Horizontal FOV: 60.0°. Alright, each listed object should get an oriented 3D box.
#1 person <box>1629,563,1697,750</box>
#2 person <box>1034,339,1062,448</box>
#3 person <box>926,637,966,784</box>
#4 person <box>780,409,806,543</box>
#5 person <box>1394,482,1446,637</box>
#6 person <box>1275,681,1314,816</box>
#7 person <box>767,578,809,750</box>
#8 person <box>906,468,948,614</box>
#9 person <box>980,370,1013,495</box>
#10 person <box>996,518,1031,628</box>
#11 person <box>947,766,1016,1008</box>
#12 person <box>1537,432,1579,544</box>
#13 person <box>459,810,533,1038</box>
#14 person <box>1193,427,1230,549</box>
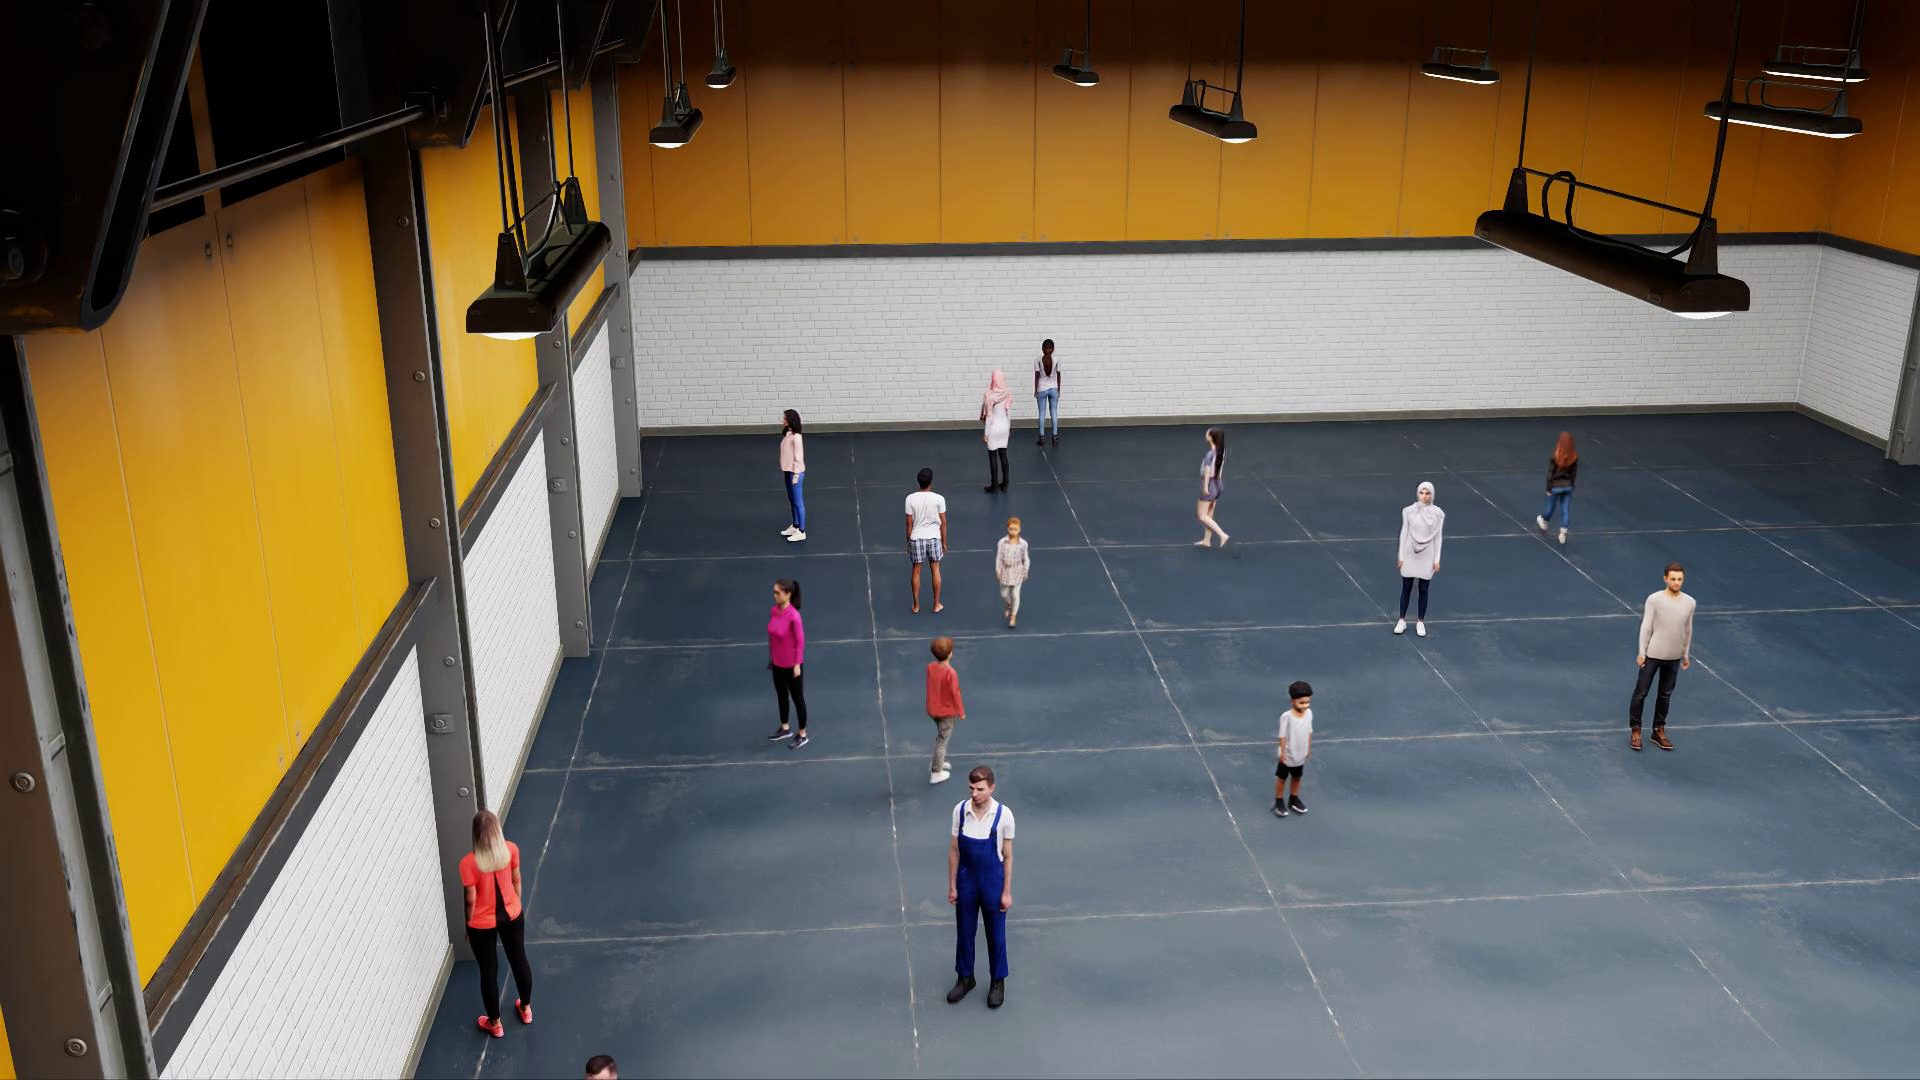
[{"bbox_3d":[6.727,1.095,15.933,0.679,1.868,0.609,1,19,2],"label":"person"},{"bbox_3d":[1.392,-2.349,26.390,0.581,1.719,0.522,-2,19,-6],"label":"person"},{"bbox_3d":[-0.209,1.573,15.237,0.713,1.406,0.653,-16,24,-39],"label":"person"},{"bbox_3d":[-2.185,-0.868,21.916,0.755,1.769,0.582,-7,20,-19],"label":"person"},{"bbox_3d":[5.174,0.199,18.740,0.683,1.775,0.668,6,20,18],"label":"person"},{"bbox_3d":[2.953,1.827,14.720,0.521,1.254,0.539,-6,19,-16],"label":"person"},{"bbox_3d":[-1.653,1.168,15.979,0.683,1.698,0.748,16,24,39],"label":"person"},{"bbox_3d":[-0.402,0.006,19.373,0.650,1.734,0.561,1,19,2],"label":"person"},{"bbox_3d":[0.533,-1.567,23.937,0.734,1.803,0.753,-13,22,-33],"label":"person"},{"bbox_3d":[0.605,0.339,19.057,0.599,1.306,0.646,3,19,7],"label":"person"},{"bbox_3d":[0.159,2.452,11.930,0.704,1.850,0.685,5,19,15],"label":"person"},{"bbox_3d":[7.916,-0.666,21.825,0.633,1.444,0.966,0,19,1],"label":"person"},{"bbox_3d":[-3.233,2.657,11.588,0.680,1.679,0.709,-15,24,-38],"label":"person"},{"bbox_3d":[3.300,-0.642,21.456,0.910,1.634,0.853,15,23,37],"label":"person"}]
